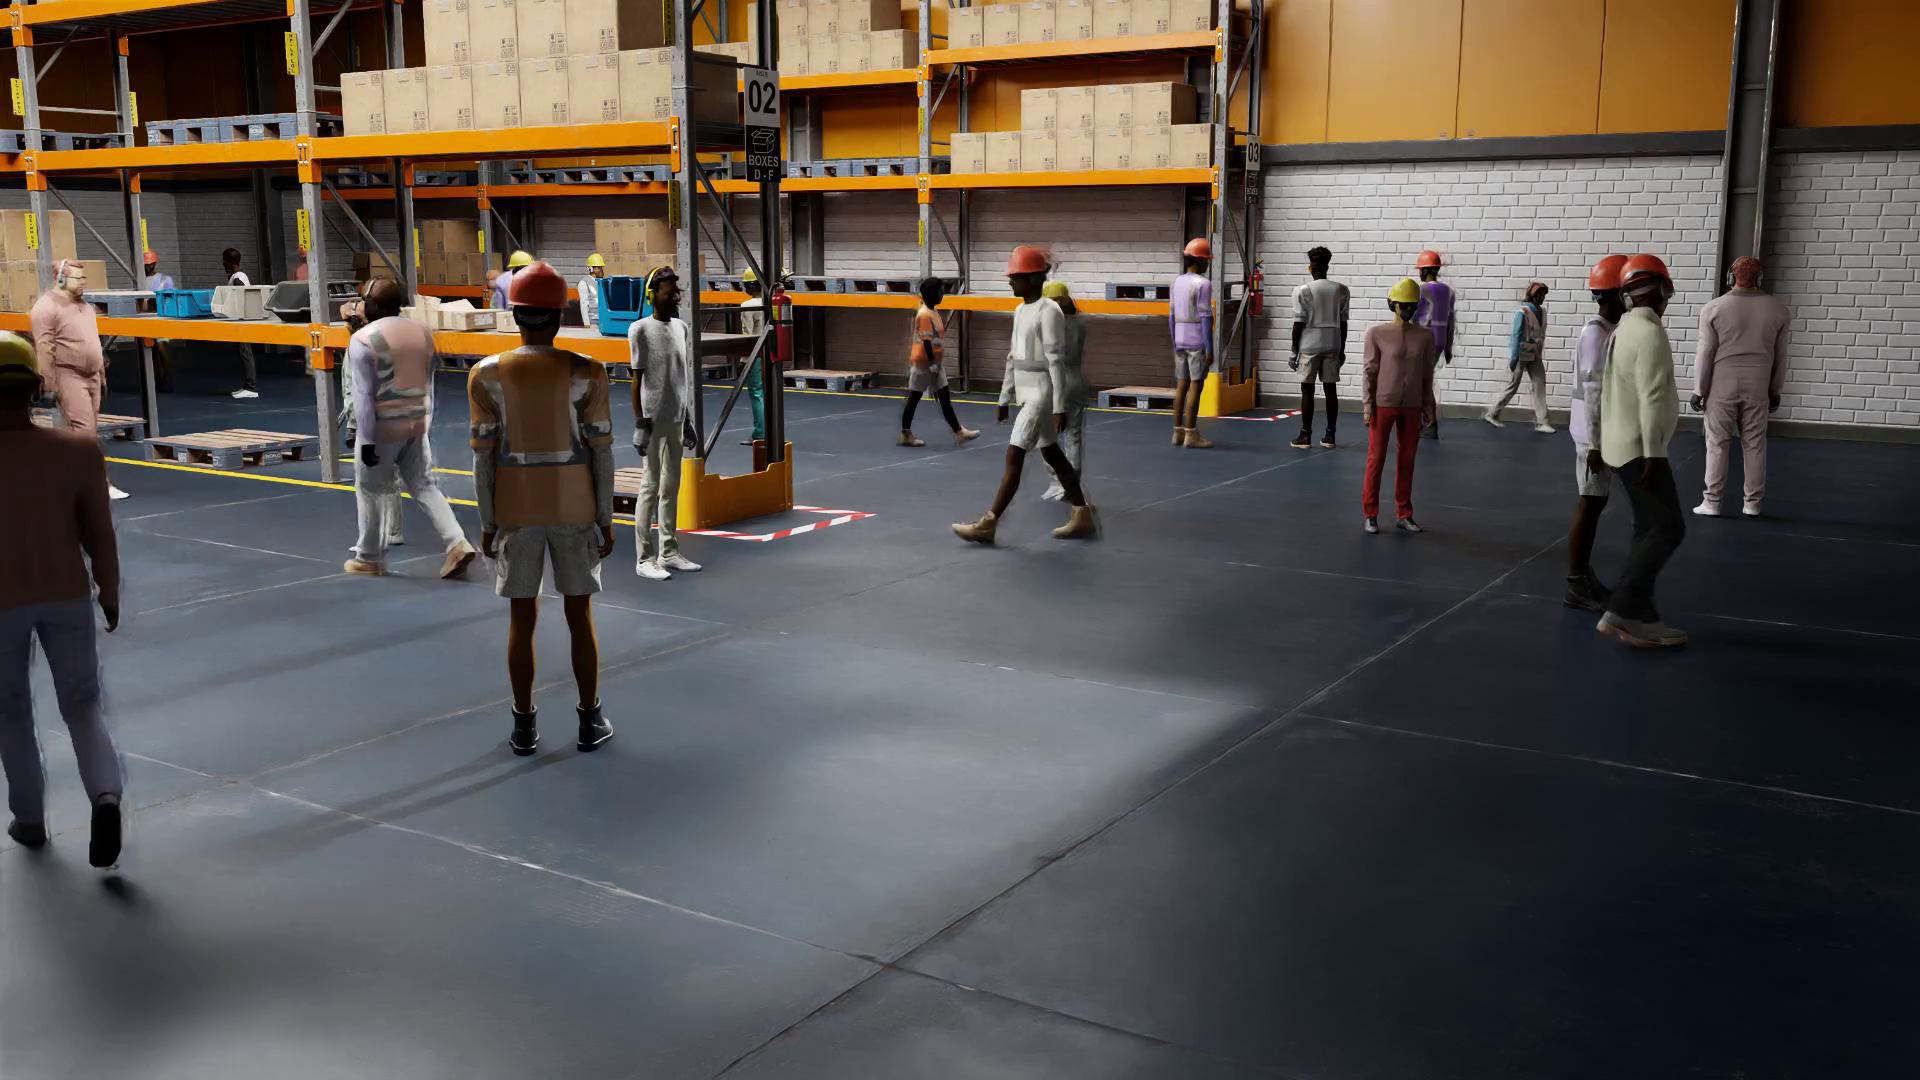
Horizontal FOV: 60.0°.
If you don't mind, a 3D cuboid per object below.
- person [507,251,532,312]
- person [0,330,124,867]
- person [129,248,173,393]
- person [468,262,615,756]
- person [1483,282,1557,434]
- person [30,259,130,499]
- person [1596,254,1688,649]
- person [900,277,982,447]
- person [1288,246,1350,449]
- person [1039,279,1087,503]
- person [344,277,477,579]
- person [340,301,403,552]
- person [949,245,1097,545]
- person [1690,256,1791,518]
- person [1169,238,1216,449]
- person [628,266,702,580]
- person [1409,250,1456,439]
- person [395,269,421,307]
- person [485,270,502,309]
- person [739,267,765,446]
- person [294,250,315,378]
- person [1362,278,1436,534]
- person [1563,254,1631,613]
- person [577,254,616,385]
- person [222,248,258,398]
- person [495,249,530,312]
[{"bbox_3d":[-4.687,-2.197,18.183,0.642,1.904,0.596,3,11,17],"label":"person"},{"bbox_3d":[-2.975,0.197,5.361,0.533,1.739,0.753,-9,13,-40],"label":"person"},{"bbox_3d":[-10.661,-2.882,21.951,0.547,1.913,0.525,-1,10,-4],"label":"person"},{"bbox_3d":[-1.628,-0.114,6.546,0.545,1.938,0.362,-2,10,-10],"label":"person"},{"bbox_3d":[5.980,-1.946,17.664,0.566,1.591,0.834,-6,12,-32],"label":"person"},{"bbox_3d":[-6.944,-1.258,13.057,0.801,1.883,0.659,1,10,5],"label":"person"},{"bbox_3d":[3.420,-0.433,8.287,0.451,1.947,0.652,2,10,11],"label":"person"},{"bbox_3d":[-0.216,-1.722,16.214,0.843,1.651,0.553,3,11,14],"label":"person"},{"bbox_3d":[3.485,-1.868,16.184,0.606,1.967,0.367,-3,11,-14],"label":"person"},{"bbox_3d":[0.776,-1.137,12.814,0.484,1.722,0.419,-7,12,-35],"label":"person"},{"bbox_3d":[-3.323,-0.655,9.894,0.893,1.811,0.639,6,12,28],"label":"person"},{"bbox_3d":[-3.843,-0.737,10.850,0.312,1.634,0.514,1,10,4],"label":"person"},{"bbox_3d":[0.462,-0.959,11.106,1.071,1.984,0.633,-3,11,-15],"label":"person"},{"bbox_3d":[5.668,-1.109,12.150,0.652,1.906,0.402,1,10,4],"label":"person"},{"bbox_3d":[2.299,-1.918,16.251,0.388,2.041,0.615,-5,11,-25],"label":"person"},{"bbox_3d":[-1.776,-0.705,10.011,0.315,1.869,0.526,6,12,29],"label":"person"},{"bbox_3d":[4.743,-1.999,17.060,0.562,1.913,0.669,-7,12,-33],"label":"person"},{"bbox_3d":[-6.454,-2.321,19.438,0.318,1.700,0.535,4,11,23],"label":"person"},{"bbox_3d":[-6.058,-2.721,21.837,0.275,1.631,0.507,-3,11,-18],"label":"person"},{"bbox_3d":[-2.014,-1.814,16.445,0.316,1.767,0.535,5,12,28],"label":"person"},{"bbox_3d":[-9.412,-3.339,24.283,0.518,1.980,0.644,0,10,-2],"label":"person"},{"bbox_3d":[3.028,-0.921,11.499,0.524,1.768,0.312,-2,10,-10],"label":"person"},{"bbox_3d":[3.528,-0.581,9.118,0.340,1.942,0.552,5,12,27],"label":"person"},{"bbox_3d":[-5.038,-3.055,23.137,0.403,1.833,0.591,5,11,24],"label":"person"},{"bbox_3d":[-9.279,-2.798,21.477,0.373,1.916,0.596,-5,11,-24],"label":"person"},{"bbox_3d":[-5.470,-2.656,20.693,0.669,1.918,0.564,1,10,8],"label":"person"}]
